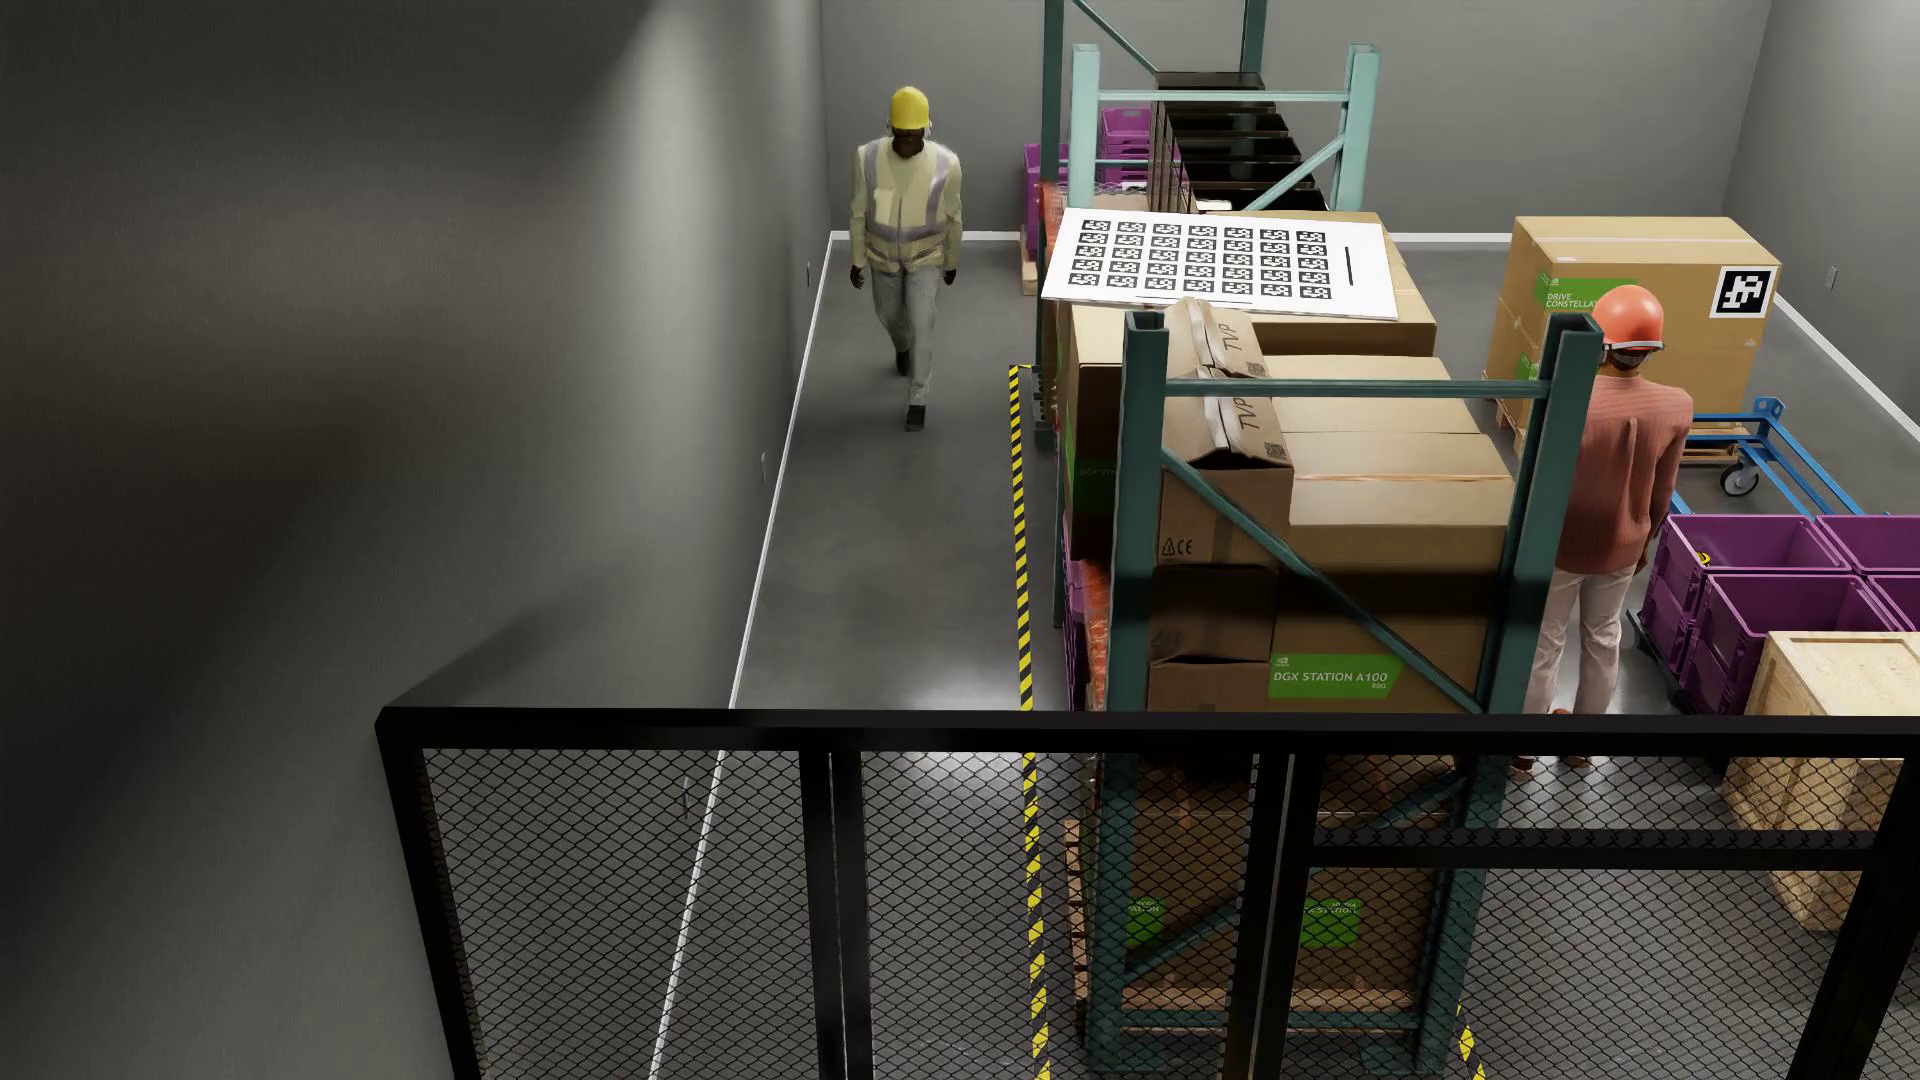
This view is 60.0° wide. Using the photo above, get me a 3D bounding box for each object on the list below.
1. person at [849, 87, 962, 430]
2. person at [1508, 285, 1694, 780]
[{"bbox_3d":[-0.282,-1.576,8.969,0.591,1.801,0.839,5,31,8],"label":"person"},{"bbox_3d":[2.299,0.006,6.150,0.610,1.996,0.378,-7,32,-11],"label":"person"}]
